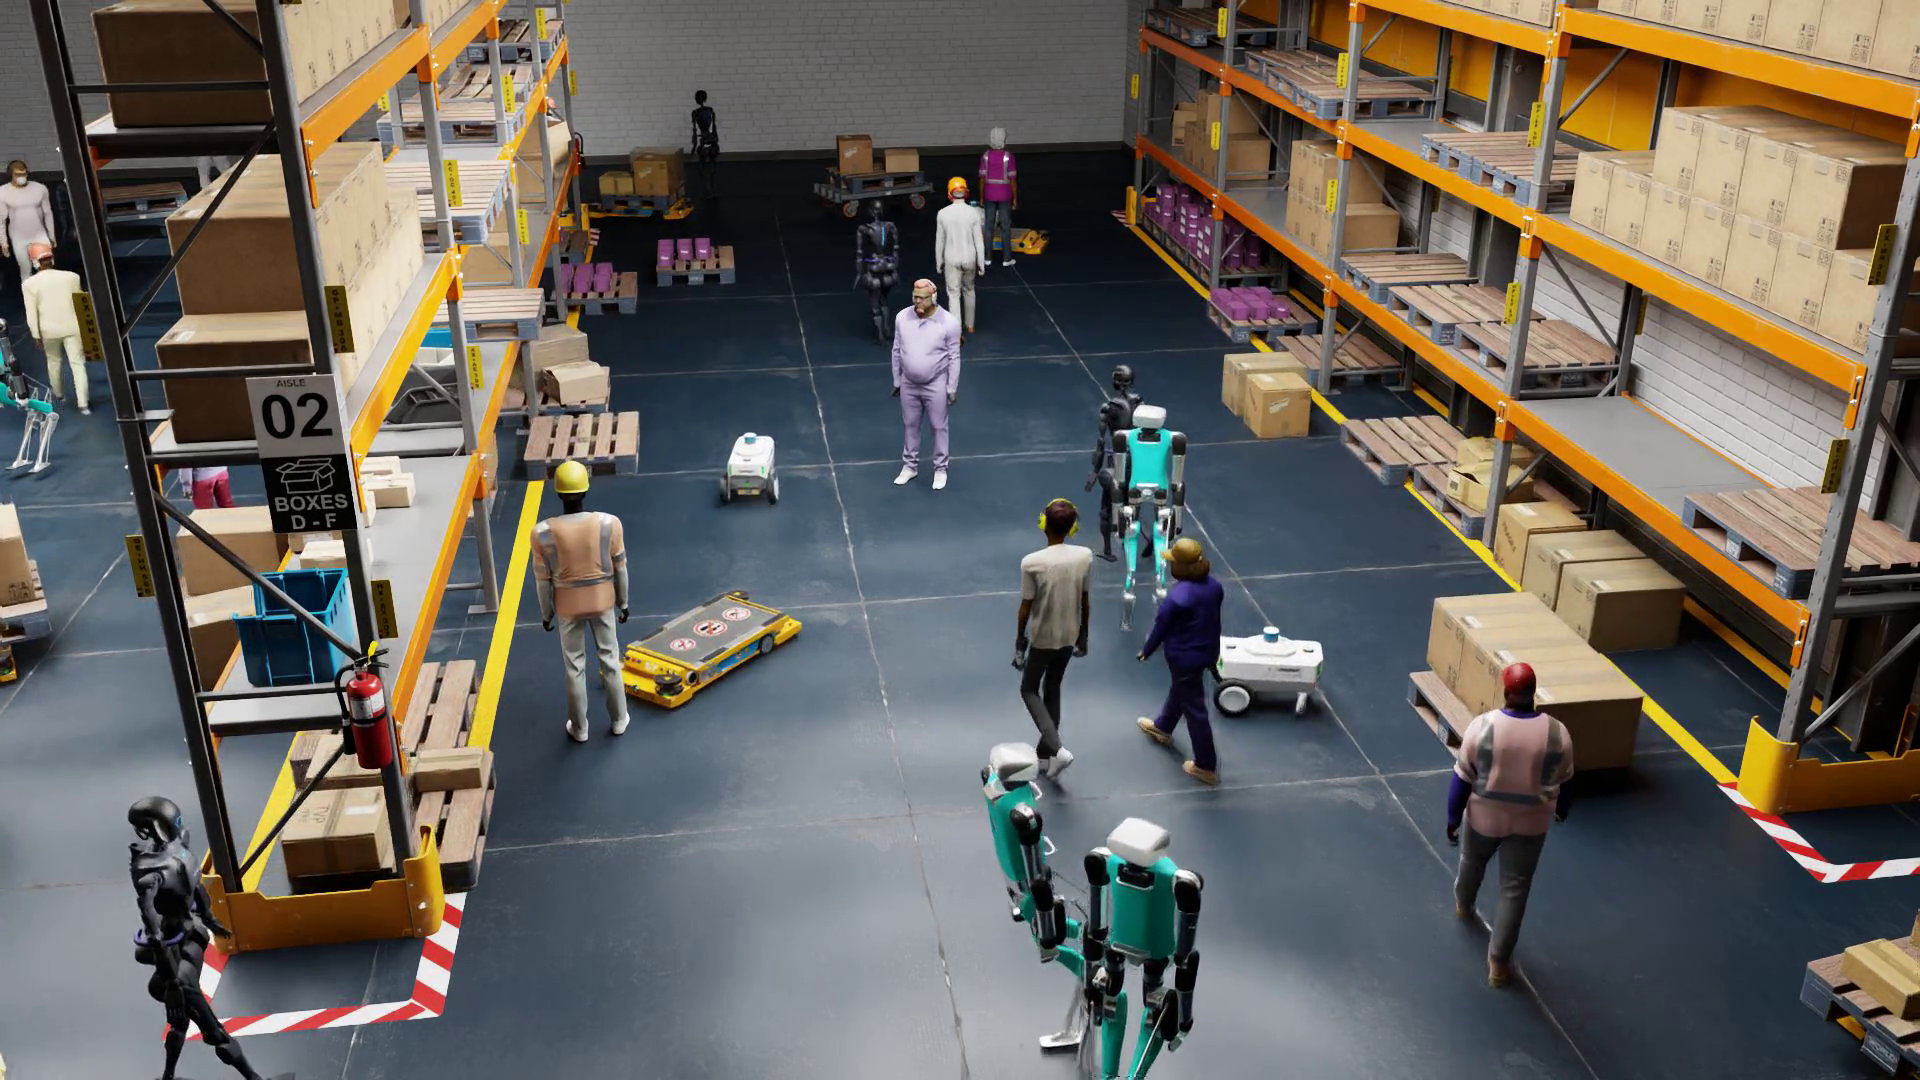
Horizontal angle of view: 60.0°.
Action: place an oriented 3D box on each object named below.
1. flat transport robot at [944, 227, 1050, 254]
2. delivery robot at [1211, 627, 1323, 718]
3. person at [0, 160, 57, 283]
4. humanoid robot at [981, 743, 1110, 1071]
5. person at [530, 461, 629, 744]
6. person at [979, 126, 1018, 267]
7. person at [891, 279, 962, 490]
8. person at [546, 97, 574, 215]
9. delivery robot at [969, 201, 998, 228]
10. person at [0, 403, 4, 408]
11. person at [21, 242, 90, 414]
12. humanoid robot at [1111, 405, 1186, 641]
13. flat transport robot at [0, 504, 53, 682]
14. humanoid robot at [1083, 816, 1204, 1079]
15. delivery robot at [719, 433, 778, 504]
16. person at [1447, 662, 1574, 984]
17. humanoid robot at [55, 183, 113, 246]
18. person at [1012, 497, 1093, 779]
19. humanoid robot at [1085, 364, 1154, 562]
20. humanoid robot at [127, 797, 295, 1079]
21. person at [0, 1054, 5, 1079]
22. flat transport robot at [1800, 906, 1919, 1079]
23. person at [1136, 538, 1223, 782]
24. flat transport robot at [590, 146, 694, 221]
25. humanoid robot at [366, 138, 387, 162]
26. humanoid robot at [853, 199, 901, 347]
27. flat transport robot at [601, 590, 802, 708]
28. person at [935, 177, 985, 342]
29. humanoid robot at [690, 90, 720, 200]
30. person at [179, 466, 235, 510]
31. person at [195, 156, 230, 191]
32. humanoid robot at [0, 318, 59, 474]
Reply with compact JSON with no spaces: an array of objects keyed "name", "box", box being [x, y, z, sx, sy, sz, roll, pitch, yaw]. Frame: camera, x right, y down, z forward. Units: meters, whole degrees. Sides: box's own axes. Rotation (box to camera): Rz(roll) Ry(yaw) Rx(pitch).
[{"name":"flat transport robot","box":[0.488,-4.188,23.220,1.431,0.231,0.659,6,24,13]},{"name":"delivery robot","box":[2.086,0.865,11.316,0.733,0.566,0.503,2,24,6]},{"name":"person","box":[-11.125,-3.598,19.886,0.661,1.869,1.075,-18,30,-35]},{"name":"humanoid robot","box":[0.491,1.753,7.914,0.785,1.814,0.548,-8,25,-17]},{"name":"person","box":[-2.419,0.406,10.692,0.585,1.927,0.360,-8,25,-17]},{"name":"person","box":[0.511,-4.555,22.090,0.523,1.844,0.319,6,24,13]},{"name":"person","box":[-0.318,-1.385,14.796,0.639,1.909,0.410,8,25,18]},{"name":"person","box":[-6.118,-5.750,24.941,0.559,1.743,0.333,4,24,8]},{"name":"delivery robot","box":[0.181,-4.502,23.549,0.747,0.570,0.499,2,24,4]},{"name":"person","box":[-10.056,-2.224,16.672,0.487,1.942,0.436,-16,28,-32]},{"name":"person","box":[-9.132,-2.167,16.829,0.562,1.707,0.864,-17,29,-34]},{"name":"humanoid robot","box":[1.322,-0.018,11.911,0.537,1.786,0.783,4,24,8]},{"name":"flat transport robot","box":[-7.239,0.731,12.012,0.659,0.231,1.431,-14,27,-28]},{"name":"humanoid robot","box":[0.691,2.066,7.140,0.555,1.757,0.920,14,27,28]},{"name":"delivery robot","box":[-1.859,-0.640,14.803,0.499,0.613,0.807,0,24,0]},{"name":"person","box":[2.869,1.391,8.713,0.609,1.715,0.876,7,25,16]},{"name":"humanoid robot","box":[-11.055,-3.958,20.972,0.598,1.644,0.616,21,31,39]},{"name":"person","box":[0.592,0.644,10.271,0.539,1.835,0.507,-11,26,-23]},{"name":"humanoid robot","box":[1.327,-0.579,13.262,0.564,1.640,0.587,21,31,39]},{"name":"humanoid robot","box":[-3.517,1.871,7.693,0.711,1.637,0.594,-3,24,-6]},{"name":"person","box":[-3.711,2.413,6.238,1.020,1.829,0.487,11,26,23]},{"name":"flat transport robot","box":[4.907,2.521,7.936,0.659,0.231,1.431,-8,25,-17]},{"name":"person","box":[1.348,0.703,10.422,0.793,1.584,0.454,19,30,37]},{"name":"flat transport robot","box":[-4.792,-5.008,25.088,1.431,0.231,0.659,2,24,5]},{"name":"humanoid robot","box":[-7.684,-4.563,22.328,0.621,1.636,0.322,12,26,25]},{"name":"humanoid robot","box":[-0.935,-3.034,18.849,0.588,1.644,0.426,-15,28,-30]},{"name":"flat transport robot","box":[-1.836,0.764,11.938,0.659,0.231,1.431,15,28,30]},{"name":"person","box":[0.002,-3.189,18.990,0.564,1.855,0.866,-2,24,-5]},{"name":"humanoid robot","box":[-3.930,-6.171,25.982,0.461,1.640,0.603,14,27,28]},{"name":"person","box":[-5.958,-0.500,13.131,0.280,1.628,0.501,7,25,16]},{"name":"person","box":[-11.539,-6.060,25.593,0.636,1.804,0.625,-8,25,-17]},{"name":"humanoid robot","box":[-8.482,-1.448,14.985,0.533,1.677,0.735,8,25,18]}]
